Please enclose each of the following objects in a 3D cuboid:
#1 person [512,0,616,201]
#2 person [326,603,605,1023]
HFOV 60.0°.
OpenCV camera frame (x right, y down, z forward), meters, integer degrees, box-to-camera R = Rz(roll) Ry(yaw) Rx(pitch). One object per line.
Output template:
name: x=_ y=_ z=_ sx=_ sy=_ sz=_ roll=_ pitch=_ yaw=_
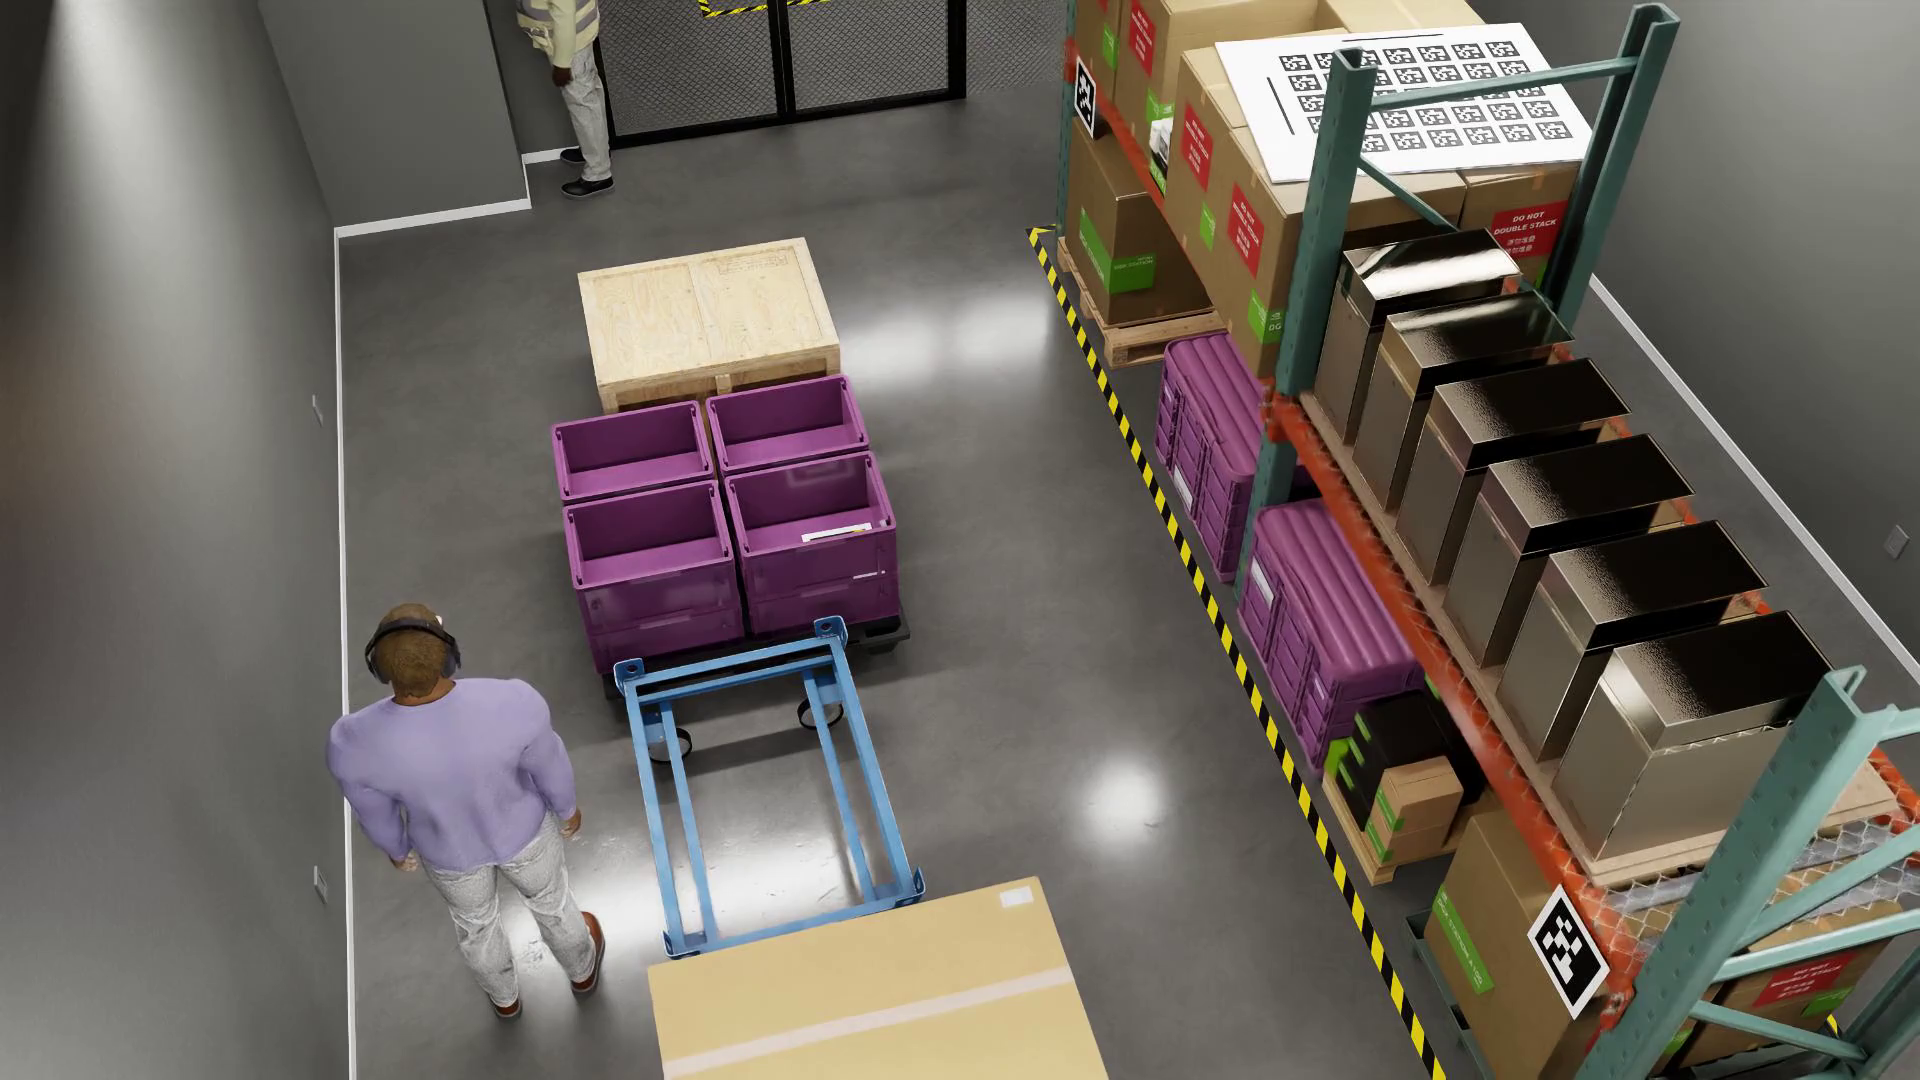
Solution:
person: x=-1.997 y=-2.558 z=8.305 sx=0.404 sy=1.835 sz=0.587 roll=-5 pitch=48 yaw=-4
person: x=-1.468 y=0.873 z=5.084 sx=0.627 sy=1.941 sz=0.371 roll=-12 pitch=49 yaw=-11
